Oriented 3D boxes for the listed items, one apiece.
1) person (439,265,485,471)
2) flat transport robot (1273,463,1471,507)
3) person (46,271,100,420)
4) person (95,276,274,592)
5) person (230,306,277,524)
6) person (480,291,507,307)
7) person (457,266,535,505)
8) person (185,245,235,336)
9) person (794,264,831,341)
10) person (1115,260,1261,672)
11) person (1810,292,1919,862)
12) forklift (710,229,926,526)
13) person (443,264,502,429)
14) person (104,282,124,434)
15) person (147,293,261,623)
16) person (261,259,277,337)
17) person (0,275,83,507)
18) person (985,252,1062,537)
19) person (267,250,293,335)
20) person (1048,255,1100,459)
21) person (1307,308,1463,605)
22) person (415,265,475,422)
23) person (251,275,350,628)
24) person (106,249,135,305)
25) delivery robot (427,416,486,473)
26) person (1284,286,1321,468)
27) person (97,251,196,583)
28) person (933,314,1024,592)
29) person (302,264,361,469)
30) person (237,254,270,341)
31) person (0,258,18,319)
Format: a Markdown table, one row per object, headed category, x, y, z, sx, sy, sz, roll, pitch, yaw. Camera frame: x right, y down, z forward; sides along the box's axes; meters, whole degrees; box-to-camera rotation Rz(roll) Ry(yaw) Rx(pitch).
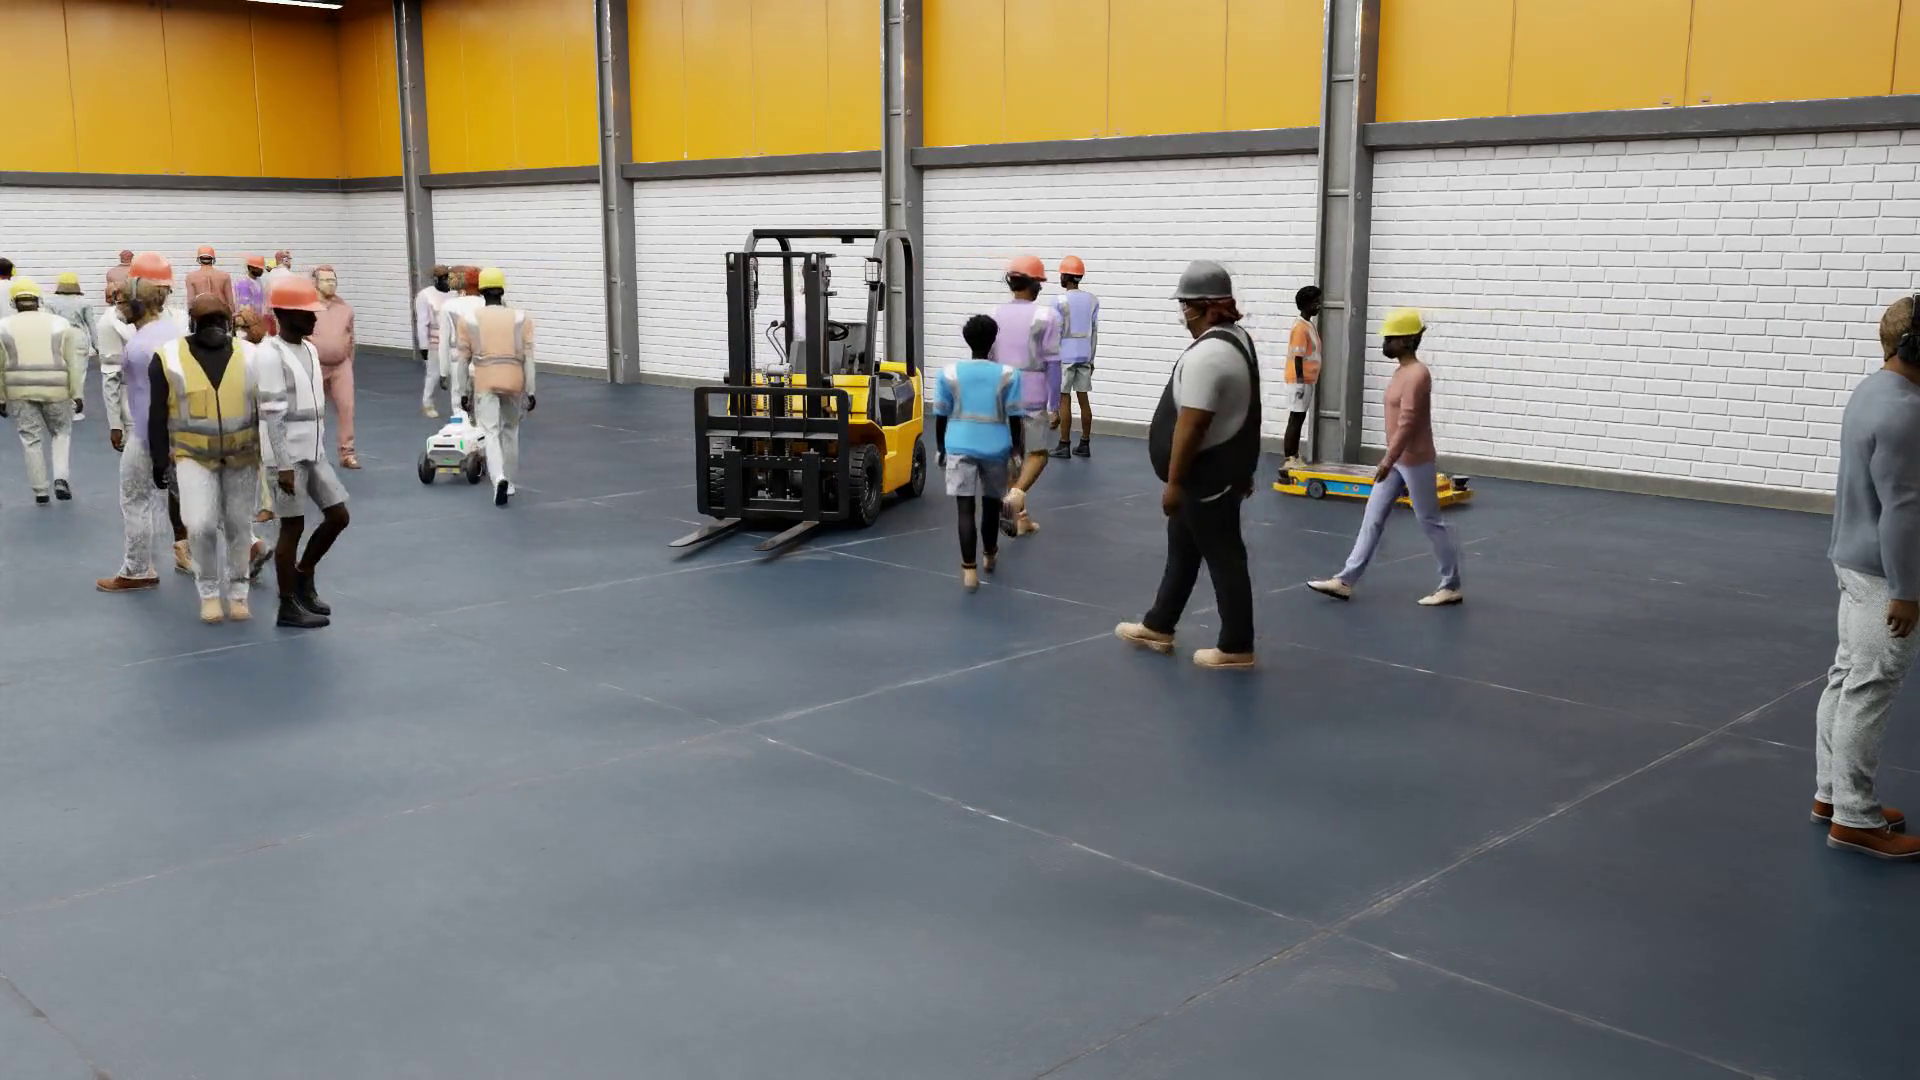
| category | x | y | z | sx | sy | sz | roll | pitch | yaw |
| --- | --- | --- | --- | --- | --- | --- | --- | --- | --- |
| person | -4.322 | -1.501 | 14.789 | 0.597 | 1.870 | 0.479 | -4 | 11 | -21 |
| flat transport robot | 3.330 | -0.460 | 13.479 | 1.431 | 0.197 | 0.652 | 9 | 14 | 40 |
| person | -10.337 | -2.277 | 19.446 | 0.501 | 1.703 | 0.820 | -3 | 11 | -16 |
| person | -4.700 | -0.625 | 9.967 | 0.965 | 1.906 | 0.640 | -1 | 10 | -4 |
| person | -5.201 | -0.946 | 12.459 | 0.537 | 1.615 | 0.481 | 5 | 12 | 27 |
| person | -5.975 | -2.530 | 21.079 | 0.494 | 1.624 | 0.280 | -3 | 11 | -15 |
| person | -3.704 | -1.243 | 13.345 | 0.595 | 1.897 | 0.886 | -4 | 11 | -20 |
| person | -10.443 | -3.107 | 23.205 | 0.611 | 1.996 | 0.378 | -6 | 12 | -29 |
| person | -1.348 | -1.662 | 15.592 | 0.458 | 1.899 | 0.608 | -5 | 12 | -26 |
| person | 1.094 | -0.377 | 8.201 | 0.900 | 2.000 | 0.711 | 4 | 11 | 22 |
| person | 3.211 | 0.121 | 5.762 | 0.362 | 1.939 | 0.636 | 3 | 11 | 18 |
| forklift | -1.050 | -1.319 | 12.920 | 1.214 | 2.155 | 2.313 | 2 | 11 | 13 |
| person | -5.335 | -2.119 | 18.301 | 0.718 | 1.821 | 0.518 | -7 | 12 | -32 |
| person | -8.942 | -1.928 | 17.750 | 0.307 | 1.641 | 0.514 | -9 | 14 | -41 |
| person | -4.059 | -0.435 | 9.115 | 0.658 | 1.820 | 0.508 | -6 | 12 | -31 |
| person | -10.644 | -3.479 | 25.893 | 0.518 | 1.757 | 0.339 | 5 | 11 | 25 |
| person | -7.256 | -1.161 | 13.074 | 0.623 | 1.817 | 0.434 | -6 | 12 | -30 |
| person | 0.394 | -0.977 | 11.560 | 0.608 | 2.022 | 0.689 | 6 | 12 | 29 |
| person | -10.298 | -3.480 | 25.479 | 0.643 | 1.912 | 0.410 | 8 | 13 | 37 |
| person | 1.067 | -1.747 | 15.942 | 0.545 | 1.942 | 0.347 | -6 | 12 | -31 |
| person | 2.513 | -0.462 | 9.551 | 0.894 | 1.717 | 0.528 | -1 | 10 | -4 |
| person | -5.972 | -2.271 | 19.185 | 0.637 | 1.806 | 0.930 | -10 | 14 | -42 |
| person | -3.581 | -0.463 | 9.017 | 0.417 | 1.921 | 0.558 | 2 | 11 | 12 |
| person | -13.523 | -3.777 | 27.135 | 0.637 | 1.900 | 0.404 | -4 | 11 | -19 |
| delivery robot | -4.375 | -0.839 | 14.497 | 0.477 | 0.478 | 0.707 | 1 | 11 | 2 |
| person | 3.050 | -1.413 | 14.808 | 0.318 | 1.691 | 0.534 | 3 | 11 | 18 |
| person | -4.956 | -0.759 | 10.300 | 0.390 | 2.035 | 0.605 | 9 | 14 | 42 |
| person | 0.111 | -0.551 | 10.193 | 0.549 | 1.642 | 0.858 | 0 | 10 | 1 |
| person | -5.891 | -1.603 | 15.370 | 0.638 | 1.881 | 0.884 | -9 | 14 | -40 |
| person | -10.210 | -3.173 | 23.945 | 1.060 | 1.866 | 0.589 | 1 | 10 | 7 |
| person | -11.910 | -2.606 | 20.897 | 0.564 | 1.838 | 0.845 | -5 | 12 | -25 |
